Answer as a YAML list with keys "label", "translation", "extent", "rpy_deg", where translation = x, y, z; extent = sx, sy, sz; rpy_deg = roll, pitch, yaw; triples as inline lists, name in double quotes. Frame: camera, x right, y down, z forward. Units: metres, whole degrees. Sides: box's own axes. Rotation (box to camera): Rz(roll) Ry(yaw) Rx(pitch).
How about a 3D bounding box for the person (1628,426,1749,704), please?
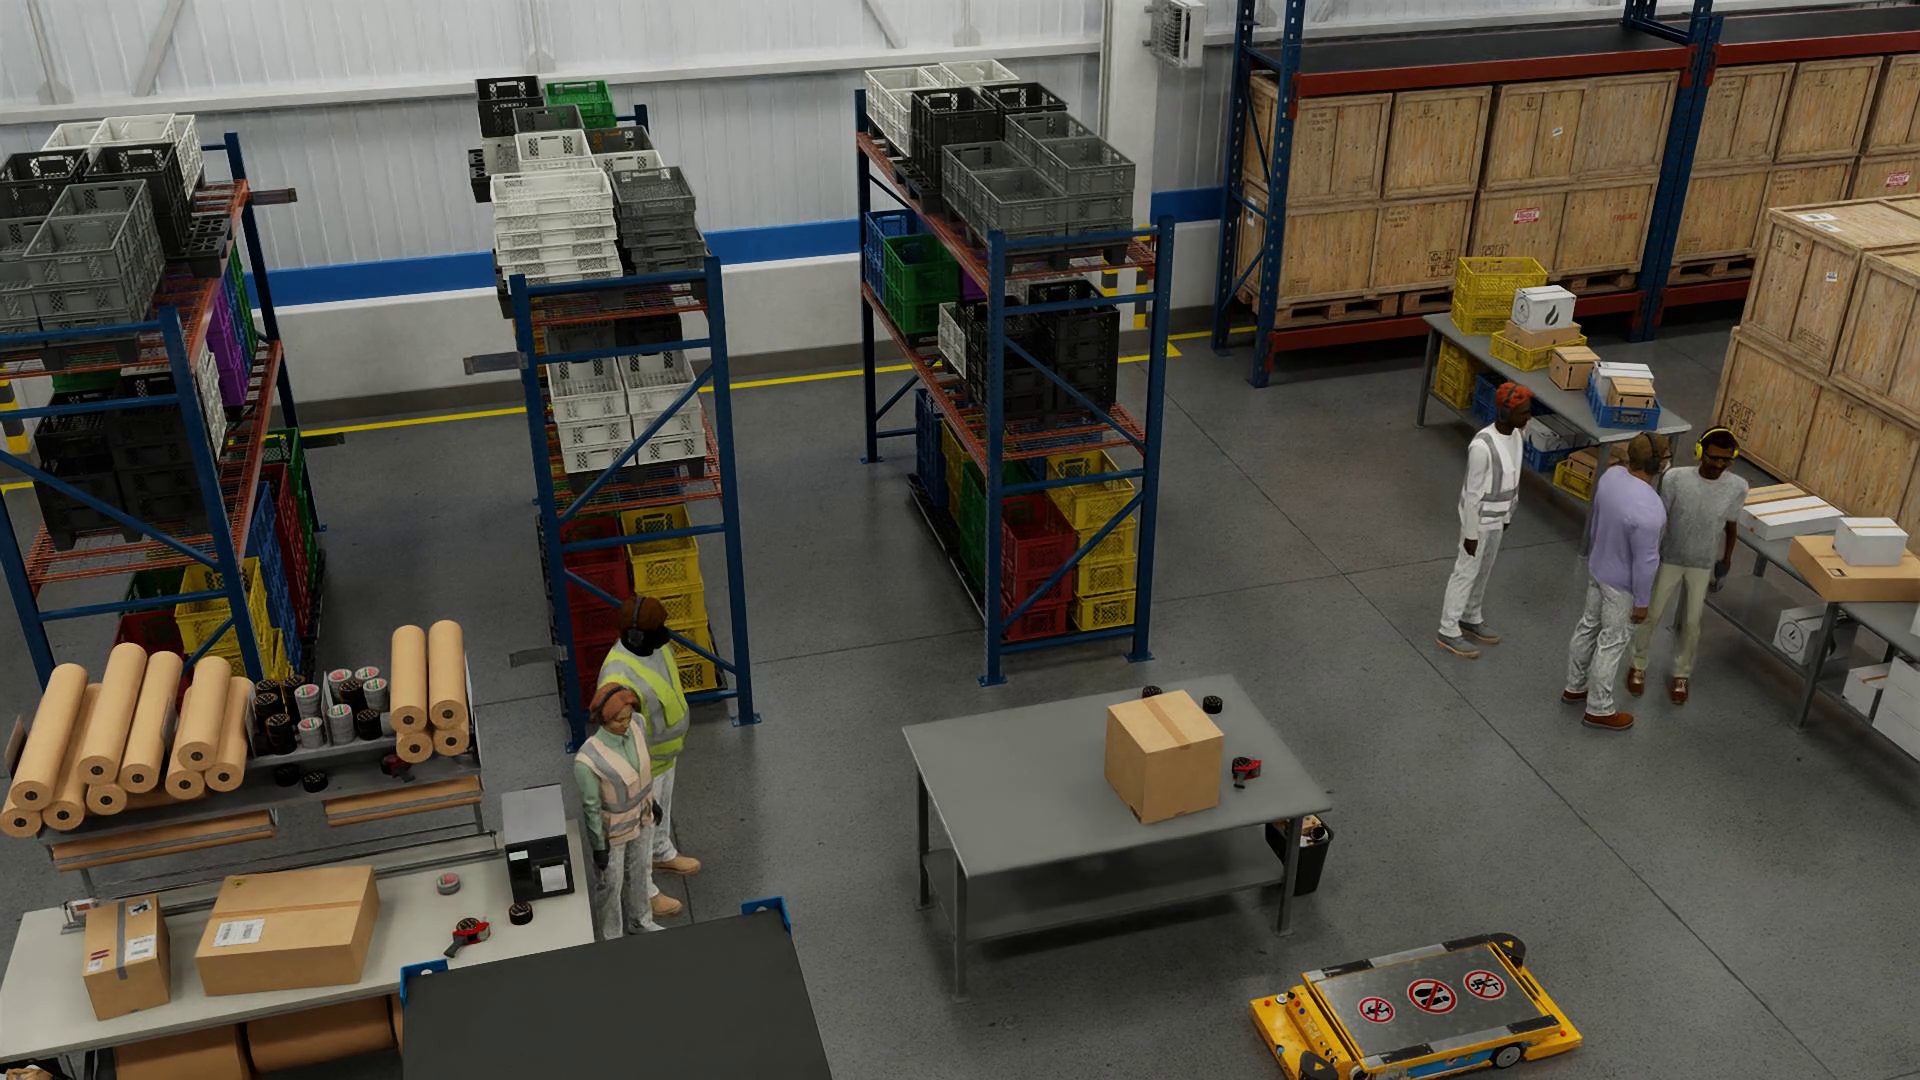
- label: "person"
  translation: [4.454, 0.156, 10.216]
  extent: [0.524, 1.857, 0.371]
  rpy_deg: [9, 30, 16]

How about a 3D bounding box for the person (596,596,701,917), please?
- label: "person"
  translation: [-1.591, 1.090, 8.544]
  extent: [0.430, 1.836, 0.630]
  rpy_deg: [4, 29, 8]

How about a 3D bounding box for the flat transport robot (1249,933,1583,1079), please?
- label: "flat transport robot"
  translation: [2.184, 2.282, 7.980]
  extent: [1.431, 0.197, 0.652]
  rpy_deg: [-8, 30, -14]

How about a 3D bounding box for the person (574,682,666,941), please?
- label: "person"
  translation: [-1.656, 1.402, 8.172]
  extent: [0.311, 1.638, 0.514]
  rpy_deg: [12, 31, 21]

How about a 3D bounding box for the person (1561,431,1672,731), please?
- label: "person"
  translation: [3.965, 0.234, 9.989]
  extent: [0.372, 1.940, 0.630]
  rpy_deg: [-4, 29, -7]

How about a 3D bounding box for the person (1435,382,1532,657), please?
- label: "person"
  translation: [3.407, -0.138, 10.738]
  extent: [0.361, 1.877, 0.579]
  rpy_deg: [25, 37, 37]
